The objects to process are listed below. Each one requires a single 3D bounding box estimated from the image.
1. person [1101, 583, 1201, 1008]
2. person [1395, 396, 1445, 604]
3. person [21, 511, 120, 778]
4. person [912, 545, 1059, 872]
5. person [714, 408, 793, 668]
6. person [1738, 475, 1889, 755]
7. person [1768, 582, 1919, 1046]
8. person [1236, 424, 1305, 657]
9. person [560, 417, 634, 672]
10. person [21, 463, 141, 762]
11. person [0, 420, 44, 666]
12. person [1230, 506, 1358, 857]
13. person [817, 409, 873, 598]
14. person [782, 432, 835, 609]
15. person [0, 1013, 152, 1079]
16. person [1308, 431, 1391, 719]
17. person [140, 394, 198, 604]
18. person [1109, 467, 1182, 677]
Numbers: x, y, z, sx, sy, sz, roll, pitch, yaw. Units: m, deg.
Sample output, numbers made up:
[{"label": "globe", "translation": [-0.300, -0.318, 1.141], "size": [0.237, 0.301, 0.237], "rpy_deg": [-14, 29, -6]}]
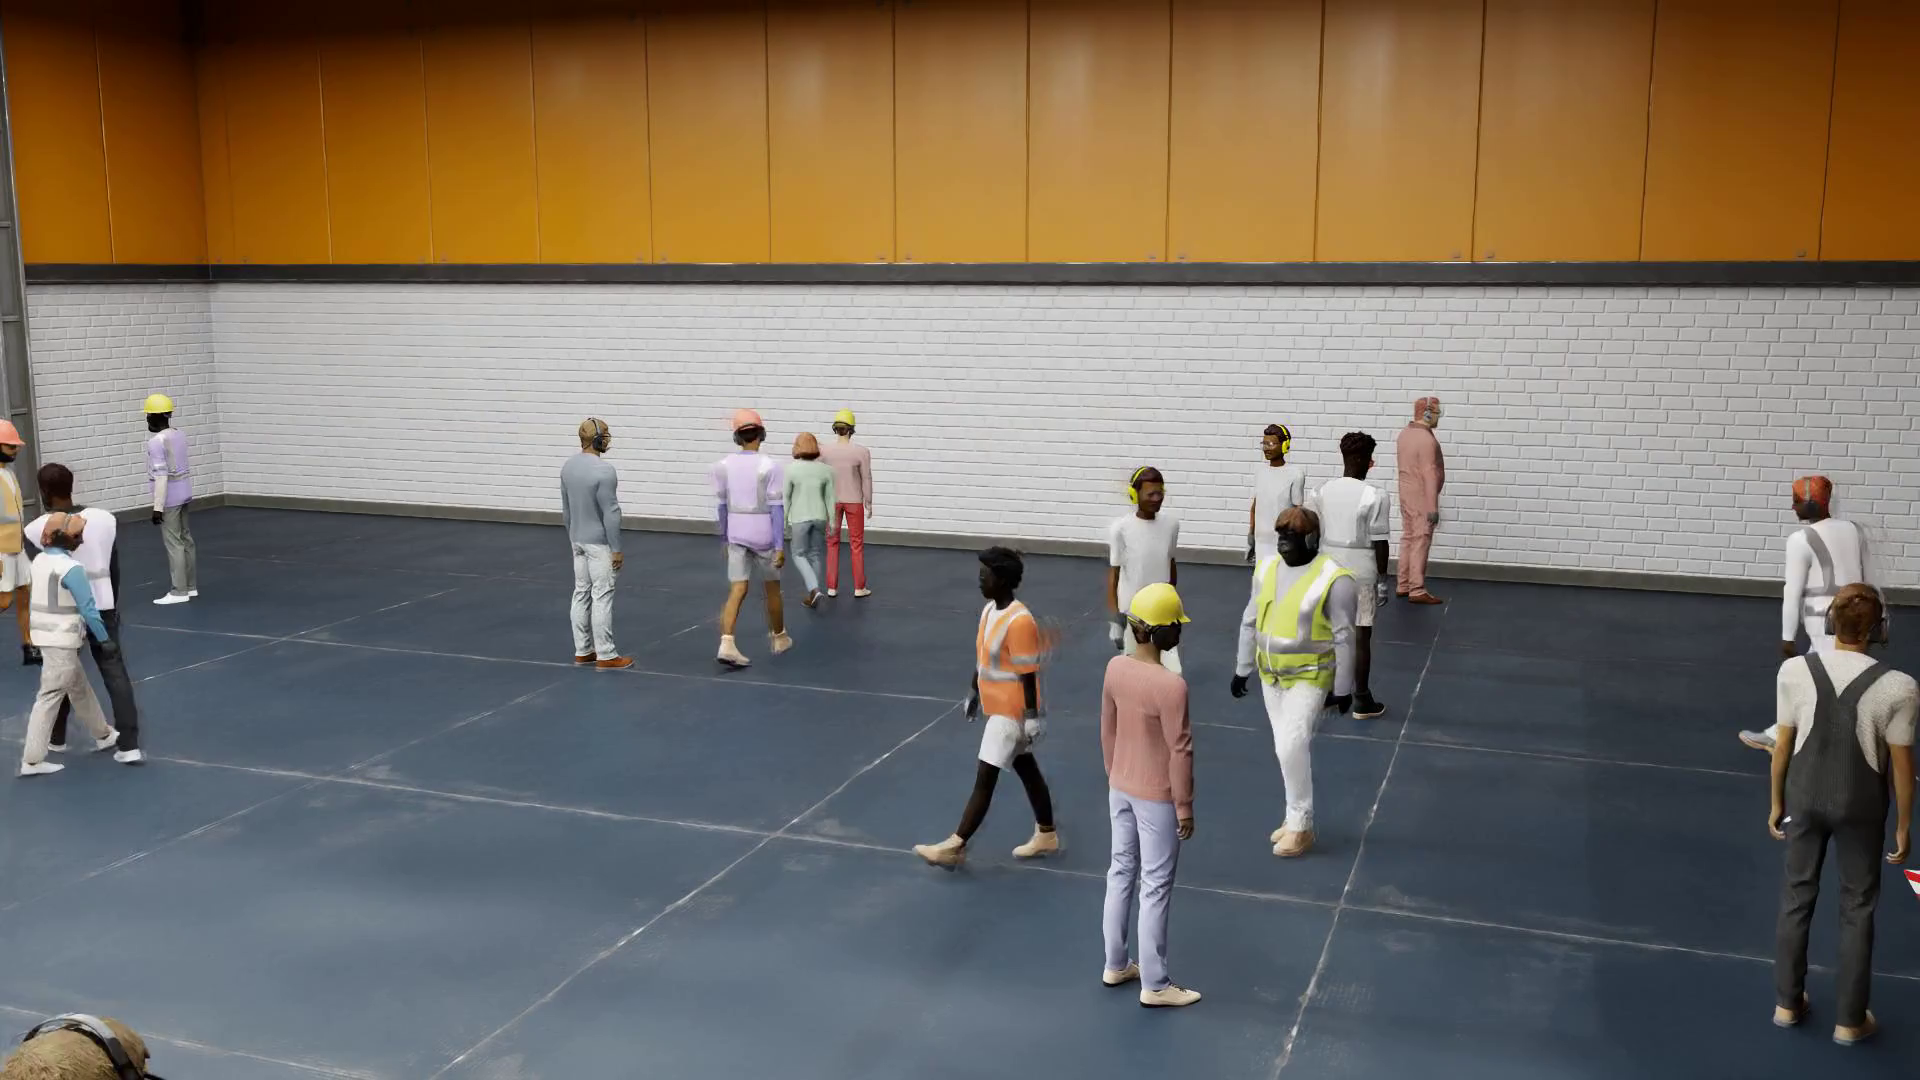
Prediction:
[{"label": "person", "translation": [0.795, 1.049, 6.912], "size": [0.310, 1.768, 0.533], "rpy_deg": [-6, 11, -31]}, {"label": "person", "translation": [4.242, -0.369, 15.281], "size": [0.405, 1.905, 0.653], "rpy_deg": [-1, 9, -6]}, {"label": "person", "translation": [-5.398, 0.612, 10.146], "size": [0.533, 1.596, 0.819], "rpy_deg": [7, 12, 38]}, {"label": "person", "translation": [0.141, 0.855, 8.426], "size": [0.856, 1.649, 0.554], "rpy_deg": [-2, 9, -14]}, {"label": "person", "translation": [-1.644, -0.018, 12.892], "size": [0.625, 1.990, 1.052], "rpy_deg": [4, 10, 22]}, {"label": "person", "translation": [5.274, 0.519, 10.069], "size": [0.630, 1.815, 0.971], "rpy_deg": [-4, 10, -25]}, {"label": "person", "translation": [3.465, 1.073, 6.557], "size": [0.512, 1.836, 0.367], "rpy_deg": [8, 12, 40]}, {"label": "person", "translation": [2.421, 0.033, 12.895], "size": [0.328, 1.872, 0.512], "rpy_deg": [-8, 12, -41]}, {"label": "person", "translation": [-2.775, 0.034, 12.674], "size": [0.635, 1.939, 0.367], "rpy_deg": [8, 12, 42]}, {"label": "person", "translation": [-5.466, 0.453, 10.322], "size": [1.022, 1.863, 0.608], "rpy_deg": [7, 11, 36]}, {"label": "person", "translation": [-7.290, 0.049, 12.639], "size": [0.607, 1.930, 0.570], "rpy_deg": [-1, 9, -4]}, {"label": "person", "translation": [1.703, 0.730, 8.702], "size": [0.595, 1.822, 0.637], "rpy_deg": [-6, 11, -32]}, {"label": "person", "translation": [-1.072, -0.338, 15.520], "size": [0.533, 1.765, 0.329], "rpy_deg": [1, 9, 7]}, {"label": "person", "translation": [-1.339, -0.157, 14.864], "size": [0.526, 1.610, 0.504], "rpy_deg": [-5, 10, -27]}, {"label": "person", "translation": [-1.293, 1.660, 2.678], "size": [0.666, 1.902, 0.828], "rpy_deg": [4, 10, 21]}, {"label": "person", "translation": [2.660, 0.238, 11.363], "size": [0.607, 1.952, 0.388], "rpy_deg": [8, 12, 40]}, {"label": "person", "translation": [-7.247, -0.372, 15.224], "size": [0.383, 1.928, 0.588], "rpy_deg": [0, 9, -1]}, {"label": "person", "translation": [1.185, 0.474, 10.208], "size": [0.569, 1.847, 0.699], "rpy_deg": [-4, 10, -22]}]
